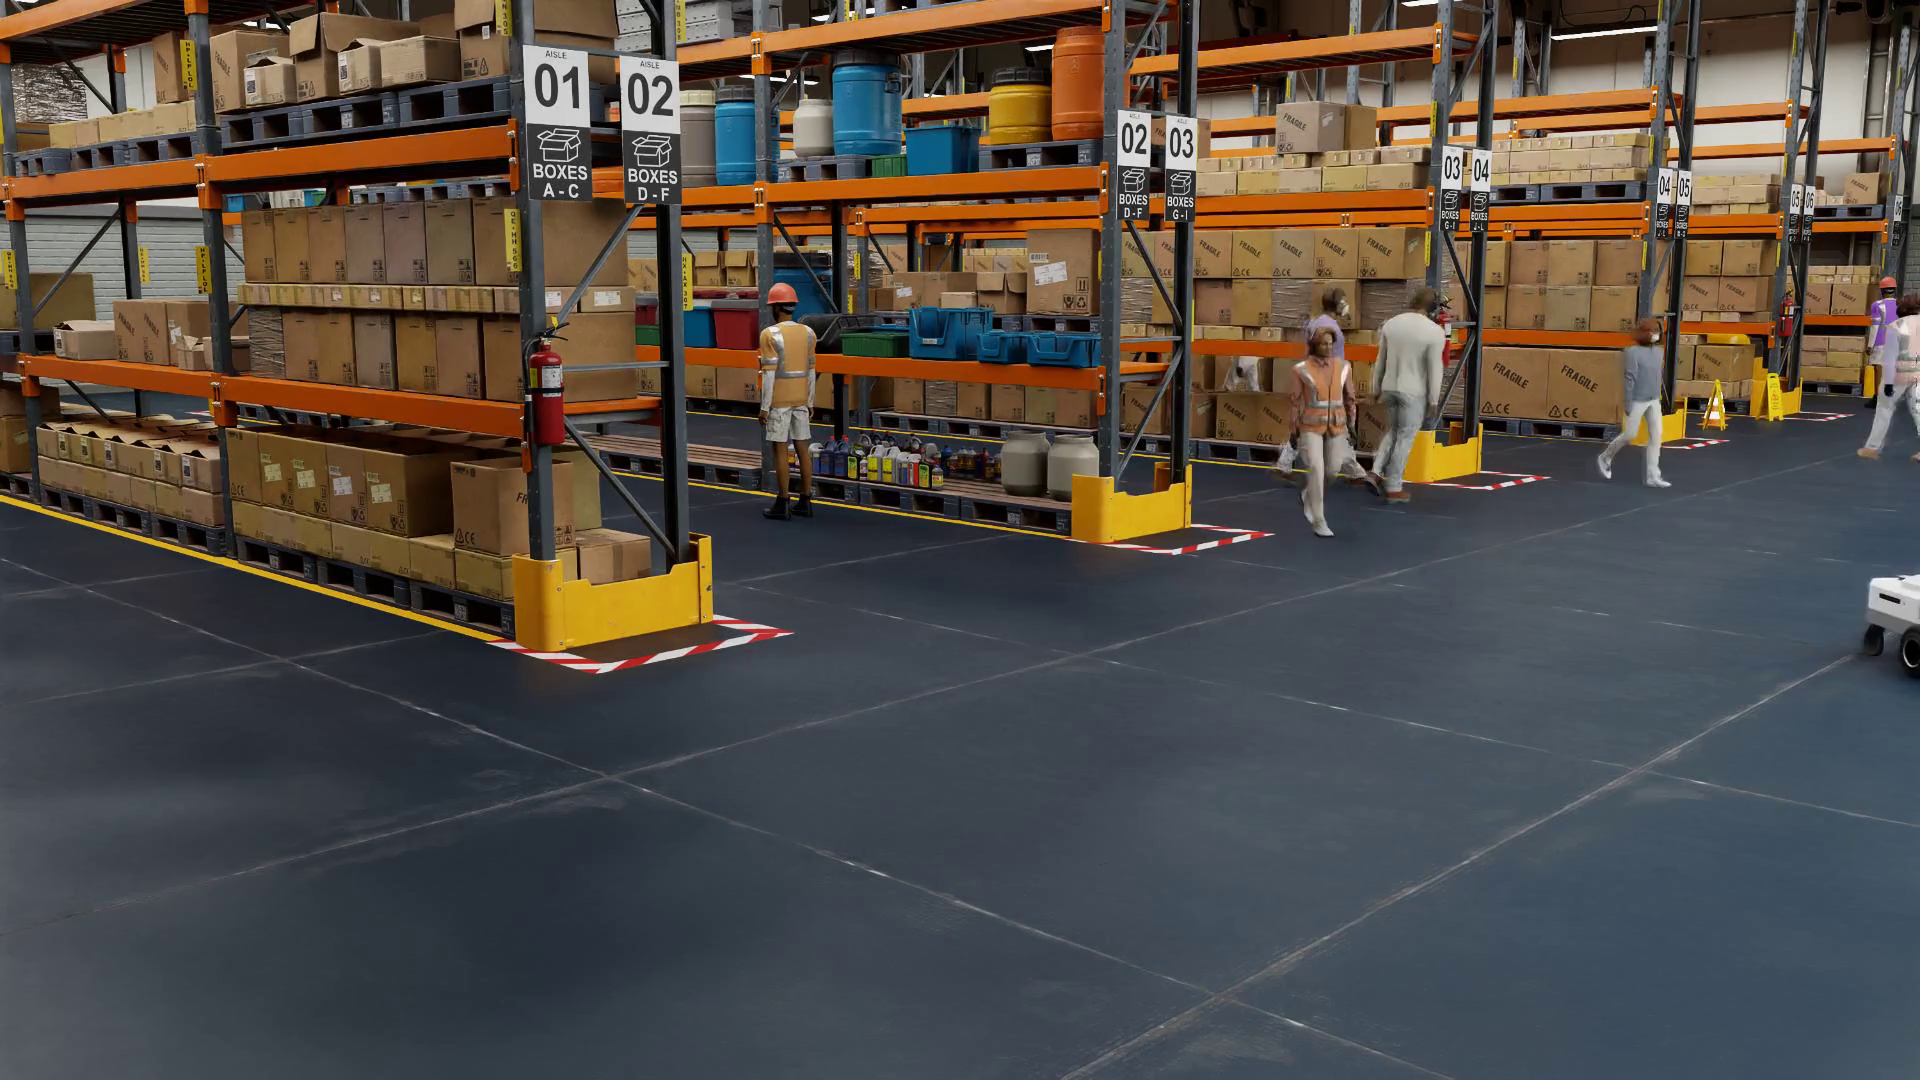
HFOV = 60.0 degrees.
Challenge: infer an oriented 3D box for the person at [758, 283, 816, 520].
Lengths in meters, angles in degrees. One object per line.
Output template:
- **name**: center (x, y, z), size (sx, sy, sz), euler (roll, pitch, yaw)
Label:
- **person**: center (-1.447, -1.149, 13.748), size (0.553, 1.933, 0.370), euler (-9, 13, -44)

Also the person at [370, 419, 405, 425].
- **person**: center (-5.301, -1.268, 15.402), size (0.275, 1.632, 0.507), euler (7, 12, 38)

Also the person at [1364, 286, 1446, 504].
- **person**: center (3.932, -1.262, 14.567), size (0.472, 1.897, 0.687), euler (-7, 11, -36)

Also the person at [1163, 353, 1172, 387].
- **person**: center (3.059, -2.658, 23.349), size (0.431, 1.815, 0.604), euler (9, 13, 43)

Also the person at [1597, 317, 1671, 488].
- **person**: center (6.472, -1.332, 15.881), size (0.507, 1.604, 0.734), euler (-5, 10, -26)

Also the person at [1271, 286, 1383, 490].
- **person**: center (3.426, -1.428, 15.611), size (1.023, 1.896, 0.647), euler (1, 9, 6)

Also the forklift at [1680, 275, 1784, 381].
- **forklift**: center (12.480, -3.427, 27.053), size (1.214, 2.155, 2.313), euler (9, 13, 43)

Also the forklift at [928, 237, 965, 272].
- **forklift**: center (-0.326, -5.817, 39.609), size (1.129, 2.768, 1.873), euler (9, 13, 43)

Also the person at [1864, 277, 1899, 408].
- **person**: center (13.704, -2.928, 24.660), size (0.548, 1.933, 0.376), euler (-1, 9, -6)

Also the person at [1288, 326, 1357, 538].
- **person**: center (2.787, -0.863, 12.964), size (0.524, 1.617, 0.689), euler (-2, 10, -14)

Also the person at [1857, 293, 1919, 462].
- **person**: center (10.134, -1.739, 17.819), size (0.635, 1.800, 0.960), euler (-2, 9, -11)

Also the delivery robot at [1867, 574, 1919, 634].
- **delivery robot**: center (5.041, 0.353, 8.605), size (0.477, 0.478, 0.707), euler (-1, 9, -3)

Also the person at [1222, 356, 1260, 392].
- **person**: center (3.369, -2.186, 20.370), size (0.939, 1.838, 0.601), euler (6, 11, 34)
